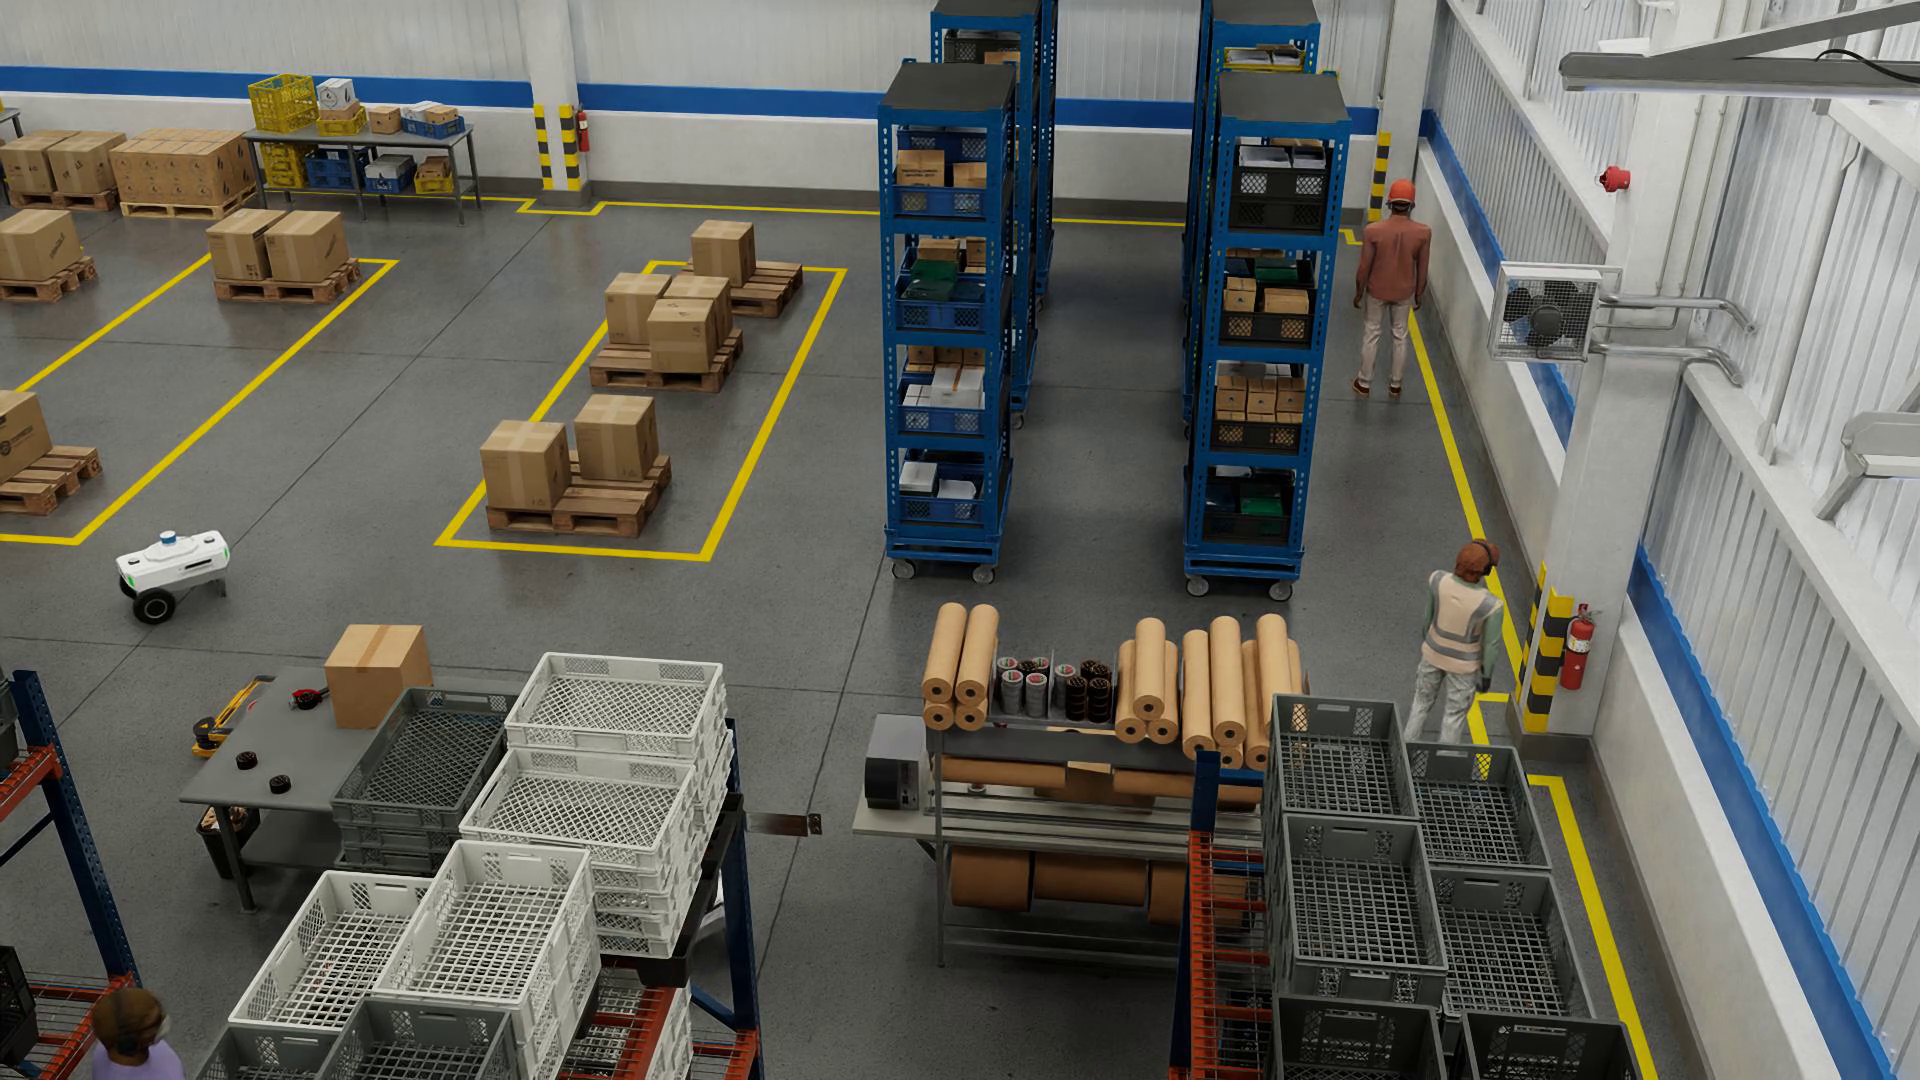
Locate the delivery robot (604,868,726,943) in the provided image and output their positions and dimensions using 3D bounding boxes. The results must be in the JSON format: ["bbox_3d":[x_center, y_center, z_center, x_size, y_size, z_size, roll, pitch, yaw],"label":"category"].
[{"bbox_3d":[-1.533,1.972,8.889,0.707,0.478,0.477,-24,38,-35],"label":"delivery robot"}]

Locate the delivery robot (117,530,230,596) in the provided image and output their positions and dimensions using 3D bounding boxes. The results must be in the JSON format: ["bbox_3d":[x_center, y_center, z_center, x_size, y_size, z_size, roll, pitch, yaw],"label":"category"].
[{"bbox_3d":[-5.655,0.165,11.992,0.707,0.478,0.477,-20,36,-30],"label":"delivery robot"}]

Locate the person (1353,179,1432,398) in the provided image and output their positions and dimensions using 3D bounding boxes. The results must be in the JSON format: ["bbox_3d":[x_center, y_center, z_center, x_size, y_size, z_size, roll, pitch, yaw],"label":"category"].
[{"bbox_3d":[3.812,-2.224,14.766,0.621,1.992,0.397,1,30,2],"label":"person"}]

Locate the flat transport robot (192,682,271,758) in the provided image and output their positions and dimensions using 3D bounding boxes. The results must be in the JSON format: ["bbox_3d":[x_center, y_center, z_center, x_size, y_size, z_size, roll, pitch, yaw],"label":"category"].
[{"bbox_3d":[-4.089,1.163,10.648,1.431,0.197,0.652,3,30,6],"label":"flat transport robot"}]

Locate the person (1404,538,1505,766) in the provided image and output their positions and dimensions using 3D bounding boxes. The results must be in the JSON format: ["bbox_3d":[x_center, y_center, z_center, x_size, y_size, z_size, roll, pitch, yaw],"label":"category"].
[{"bbox_3d":[2.987,0.735,10.042,0.529,1.629,0.325,27,39,37],"label":"person"}]

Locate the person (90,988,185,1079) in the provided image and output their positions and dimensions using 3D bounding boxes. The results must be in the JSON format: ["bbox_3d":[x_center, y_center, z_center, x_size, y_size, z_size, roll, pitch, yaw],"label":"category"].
[{"bbox_3d":[-3.140,2.530,6.655,0.372,1.940,0.632,-16,34,-26],"label":"person"}]
